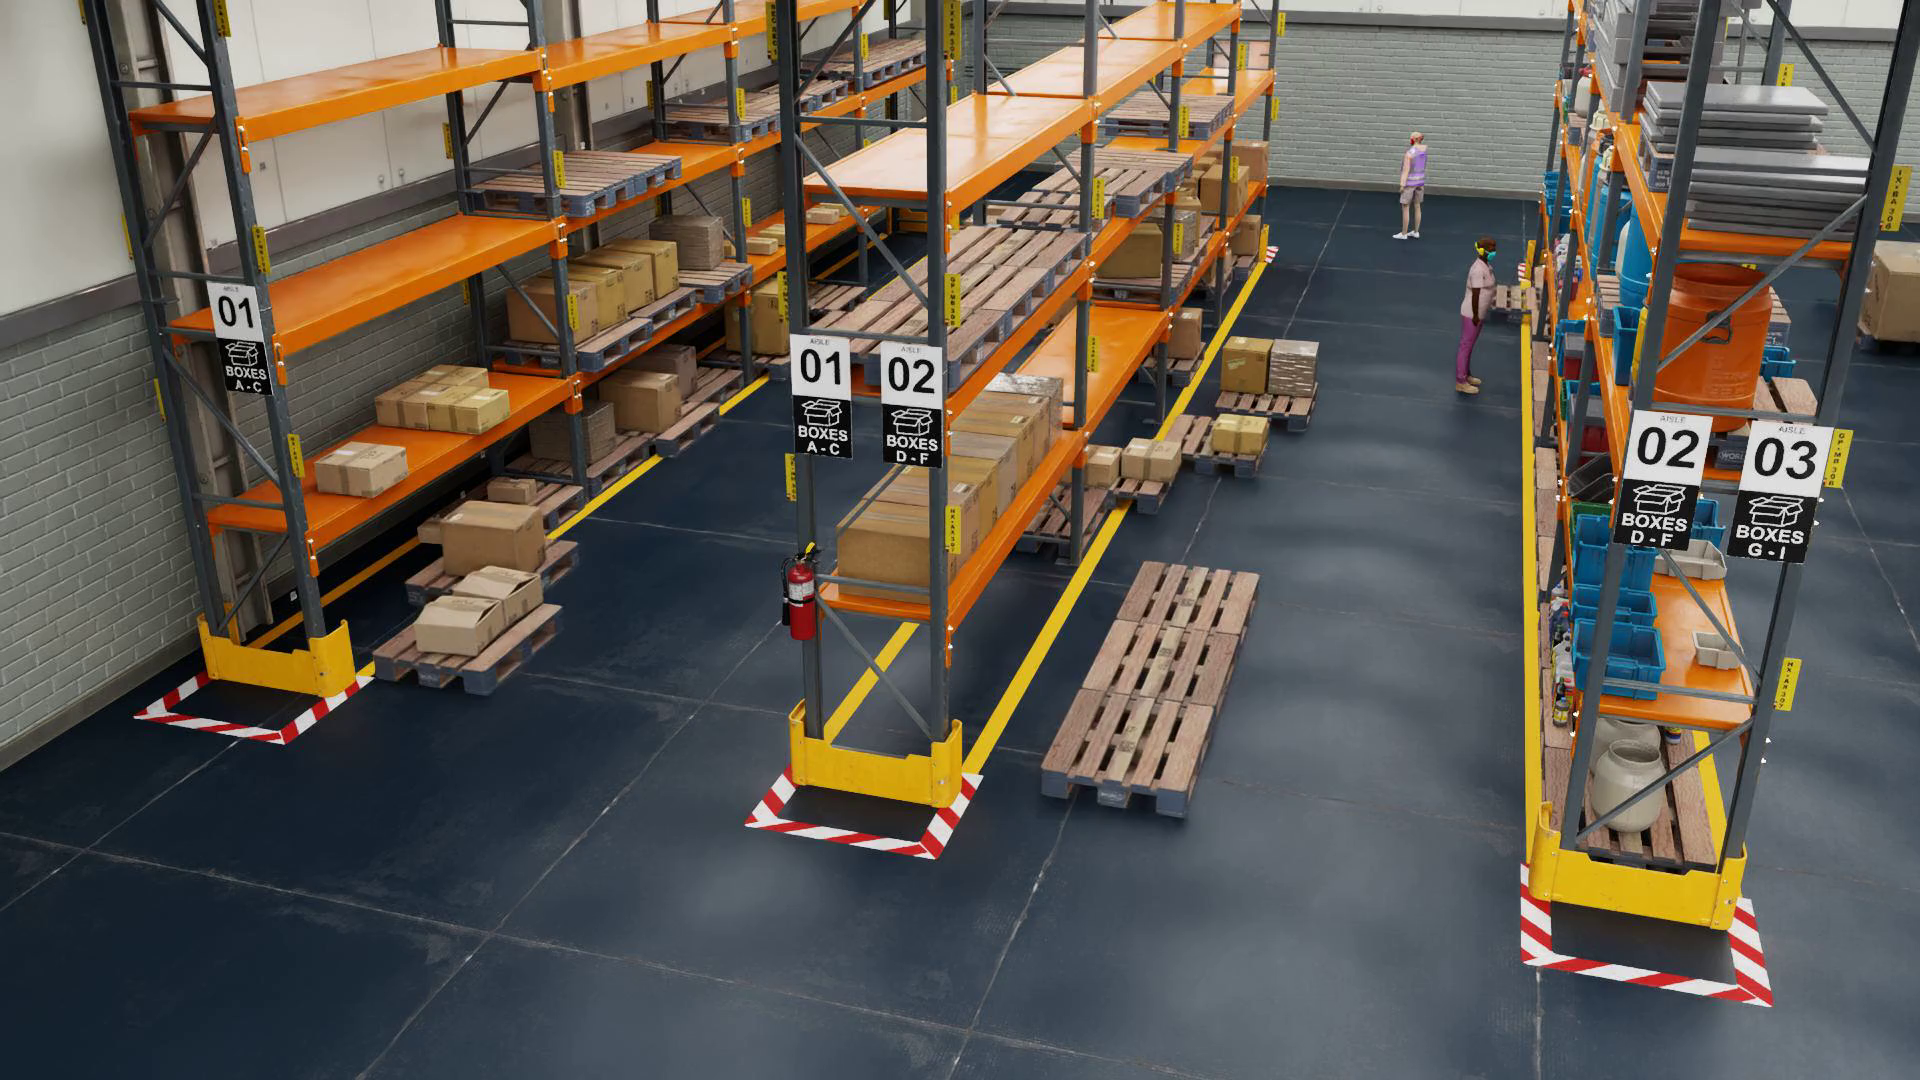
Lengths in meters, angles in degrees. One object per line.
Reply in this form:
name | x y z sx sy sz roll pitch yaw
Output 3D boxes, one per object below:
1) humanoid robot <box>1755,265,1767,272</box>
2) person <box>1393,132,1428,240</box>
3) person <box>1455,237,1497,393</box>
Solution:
humanoid robot | 11.619 -4.719 24.350 0.589 1.638 0.613 -20 30 -38
person | 7.185 -5.621 26.418 0.491 1.688 0.347 -14 27 -30
person | 6.003 -2.630 19.338 0.336 1.799 0.528 10 25 22
